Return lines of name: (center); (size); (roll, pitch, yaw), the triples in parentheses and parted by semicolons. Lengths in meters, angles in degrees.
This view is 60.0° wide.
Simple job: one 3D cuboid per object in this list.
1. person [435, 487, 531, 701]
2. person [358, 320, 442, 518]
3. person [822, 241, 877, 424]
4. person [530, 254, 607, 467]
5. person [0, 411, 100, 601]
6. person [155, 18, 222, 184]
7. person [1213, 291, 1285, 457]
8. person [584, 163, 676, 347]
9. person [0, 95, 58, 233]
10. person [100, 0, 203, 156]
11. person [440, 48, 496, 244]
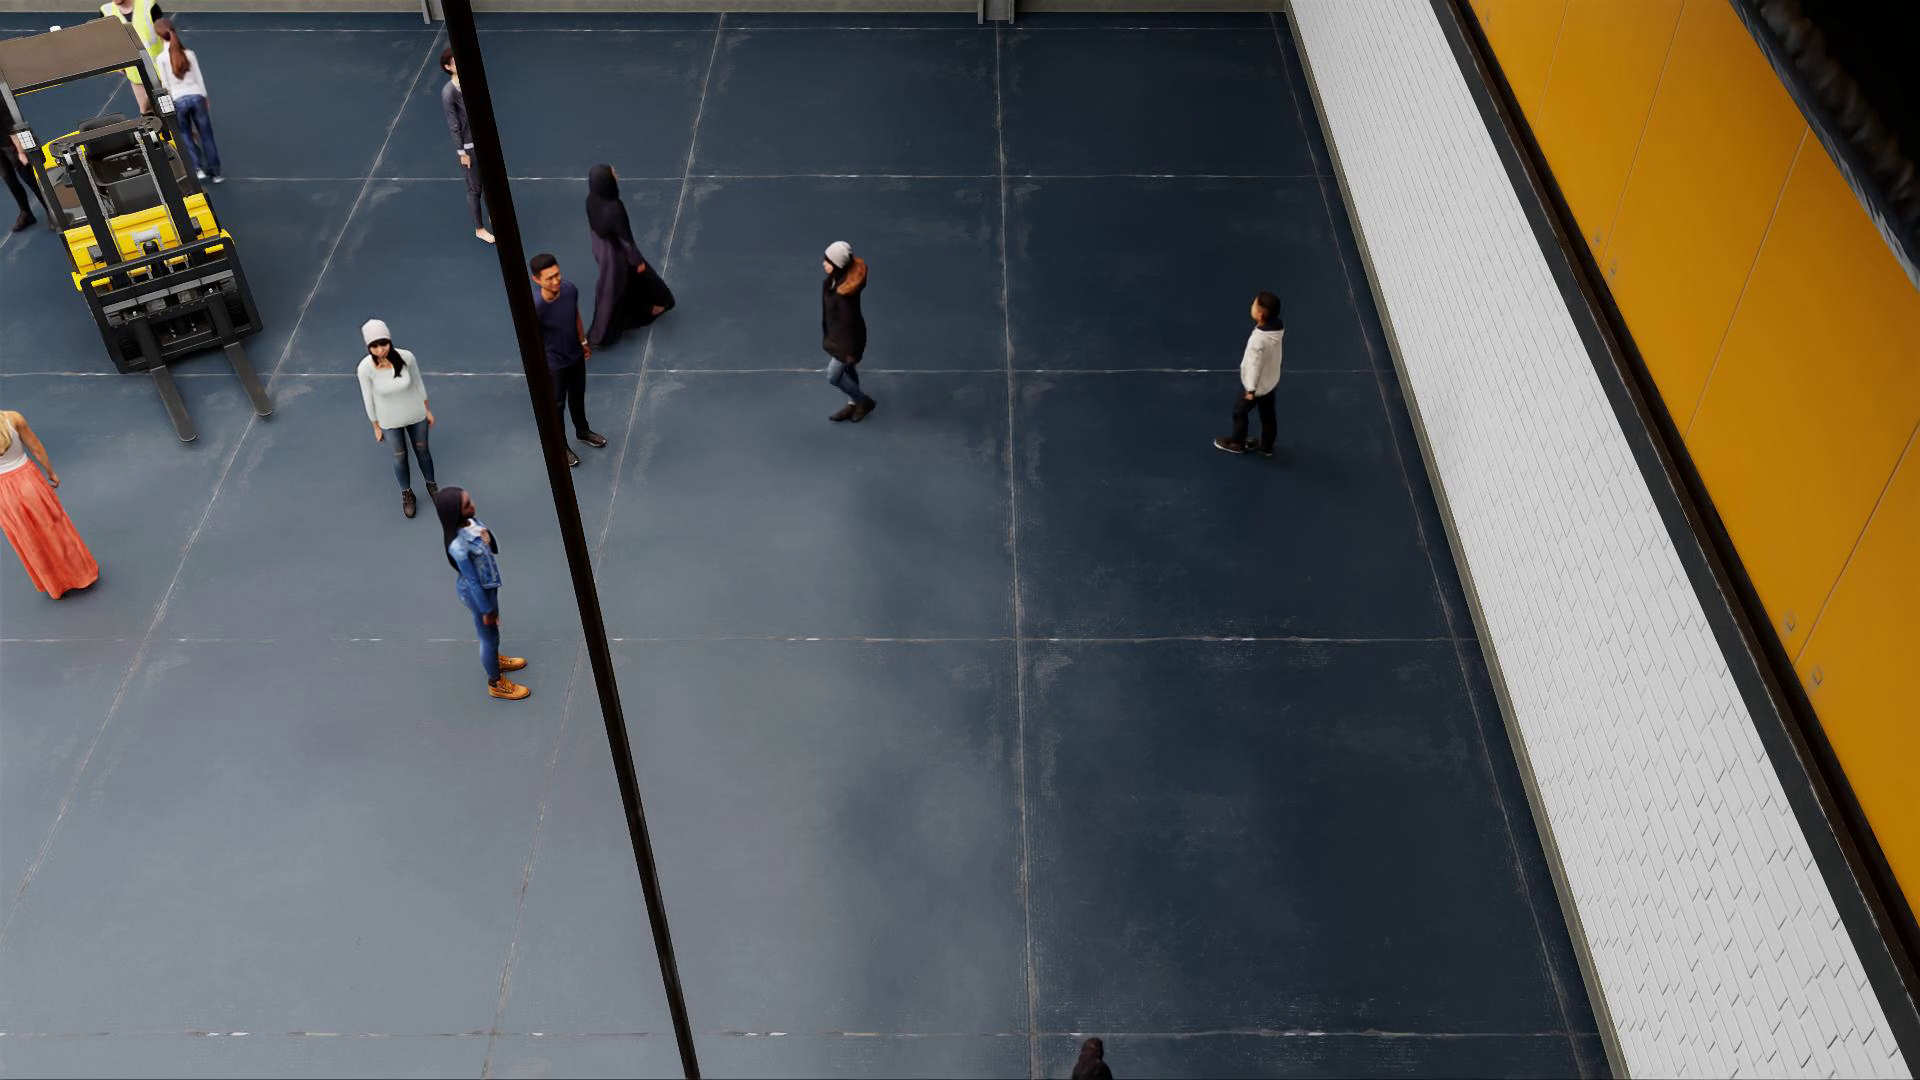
person: (-3.060, 0.322, 10.573); (0.591, 1.713, 0.647); (-10, 44, -10)
person: (-3.991, -0.883, 11.887); (0.577, 1.644, 0.701); (-21, 47, -21)
person: (-0.801, -1.555, 12.603); (0.686, 1.629, 0.687); (-9, 44, -9)
person: (-2.947, -1.366, 12.287); (0.733, 1.791, 0.716); (27, 50, 26)
person: (-6.331, -0.327, 11.189); (0.684, 1.802, 0.788); (-22, 48, -21)
person: (-7.023, -3.961, 15.195); (0.654, 1.538, 0.735); (-29, 51, -27)
person: (2.295, -1.186, 12.354); (0.810, 1.439, 0.747); (27, 50, 26)
person: (-2.841, -2.278, 13.379); (1.186, 1.605, 1.035); (-27, 50, -26)
person: (-8.368, -3.488, 14.628); (0.618, 1.635, 0.731); (13, 45, 14)
person: (-7.540, -4.404, 15.437); (0.769, 1.845, 0.857); (-13, 45, -13)
person: (-4.254, -3.465, 14.507); (0.642, 1.768, 0.675); (14, 45, 14)
